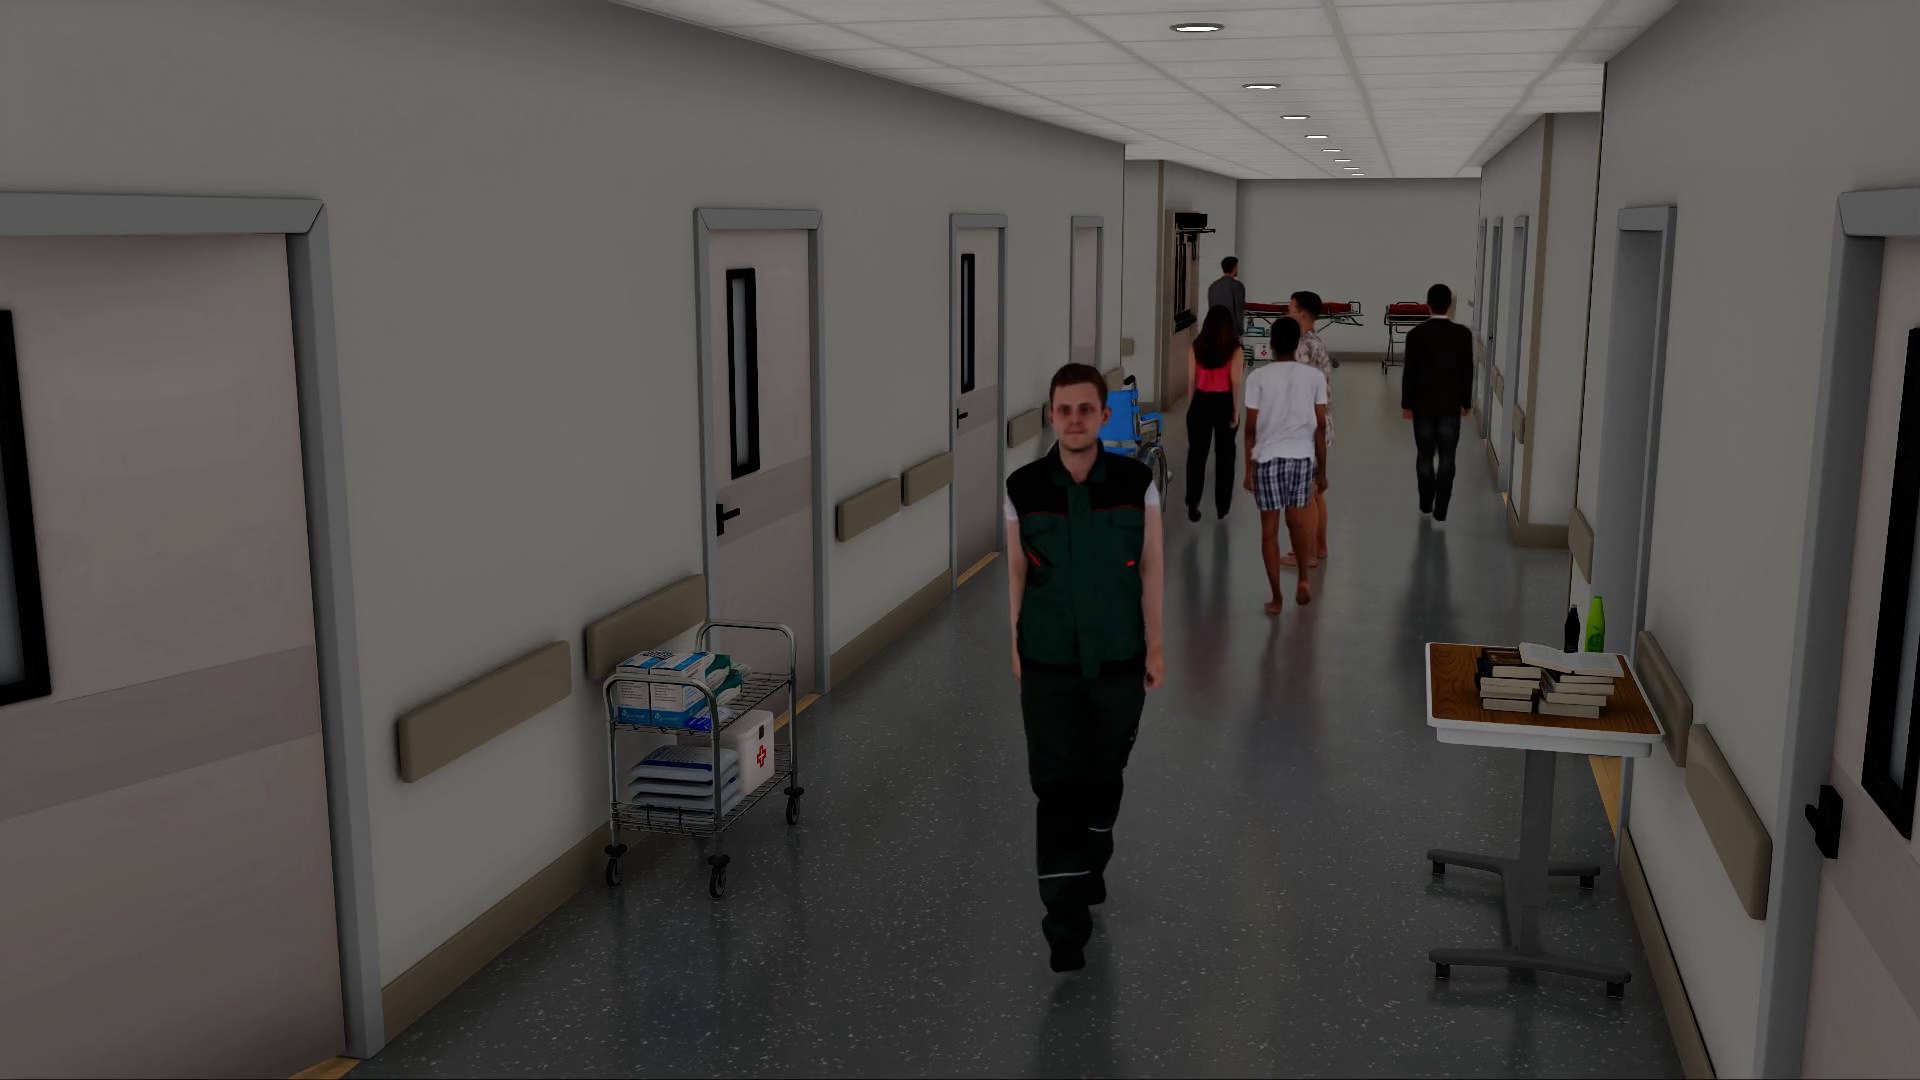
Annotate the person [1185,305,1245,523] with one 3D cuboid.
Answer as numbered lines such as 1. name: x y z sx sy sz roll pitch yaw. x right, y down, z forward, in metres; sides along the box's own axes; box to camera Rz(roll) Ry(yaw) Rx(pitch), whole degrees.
1. person: 1.879 -0.916 12.464 0.586 1.634 1.026 3 11 17

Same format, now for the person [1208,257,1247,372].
1. person: 3.200 -2.486 20.140 1.063 1.856 0.955 -10 15 -43

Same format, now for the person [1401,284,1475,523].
1. person: 3.645 -1.023 12.643 0.680 1.779 1.055 2 11 13

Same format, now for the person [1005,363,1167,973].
1. person: 0.400 0.369 5.235 0.854 1.801 1.194 0 11 -1

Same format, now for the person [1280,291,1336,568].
1. person: 2.326 -0.742 11.077 0.749 1.810 0.548 5 12 23

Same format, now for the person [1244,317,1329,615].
1. person: 1.864 -0.405 9.550 0.735 1.717 0.786 0 11 -1
